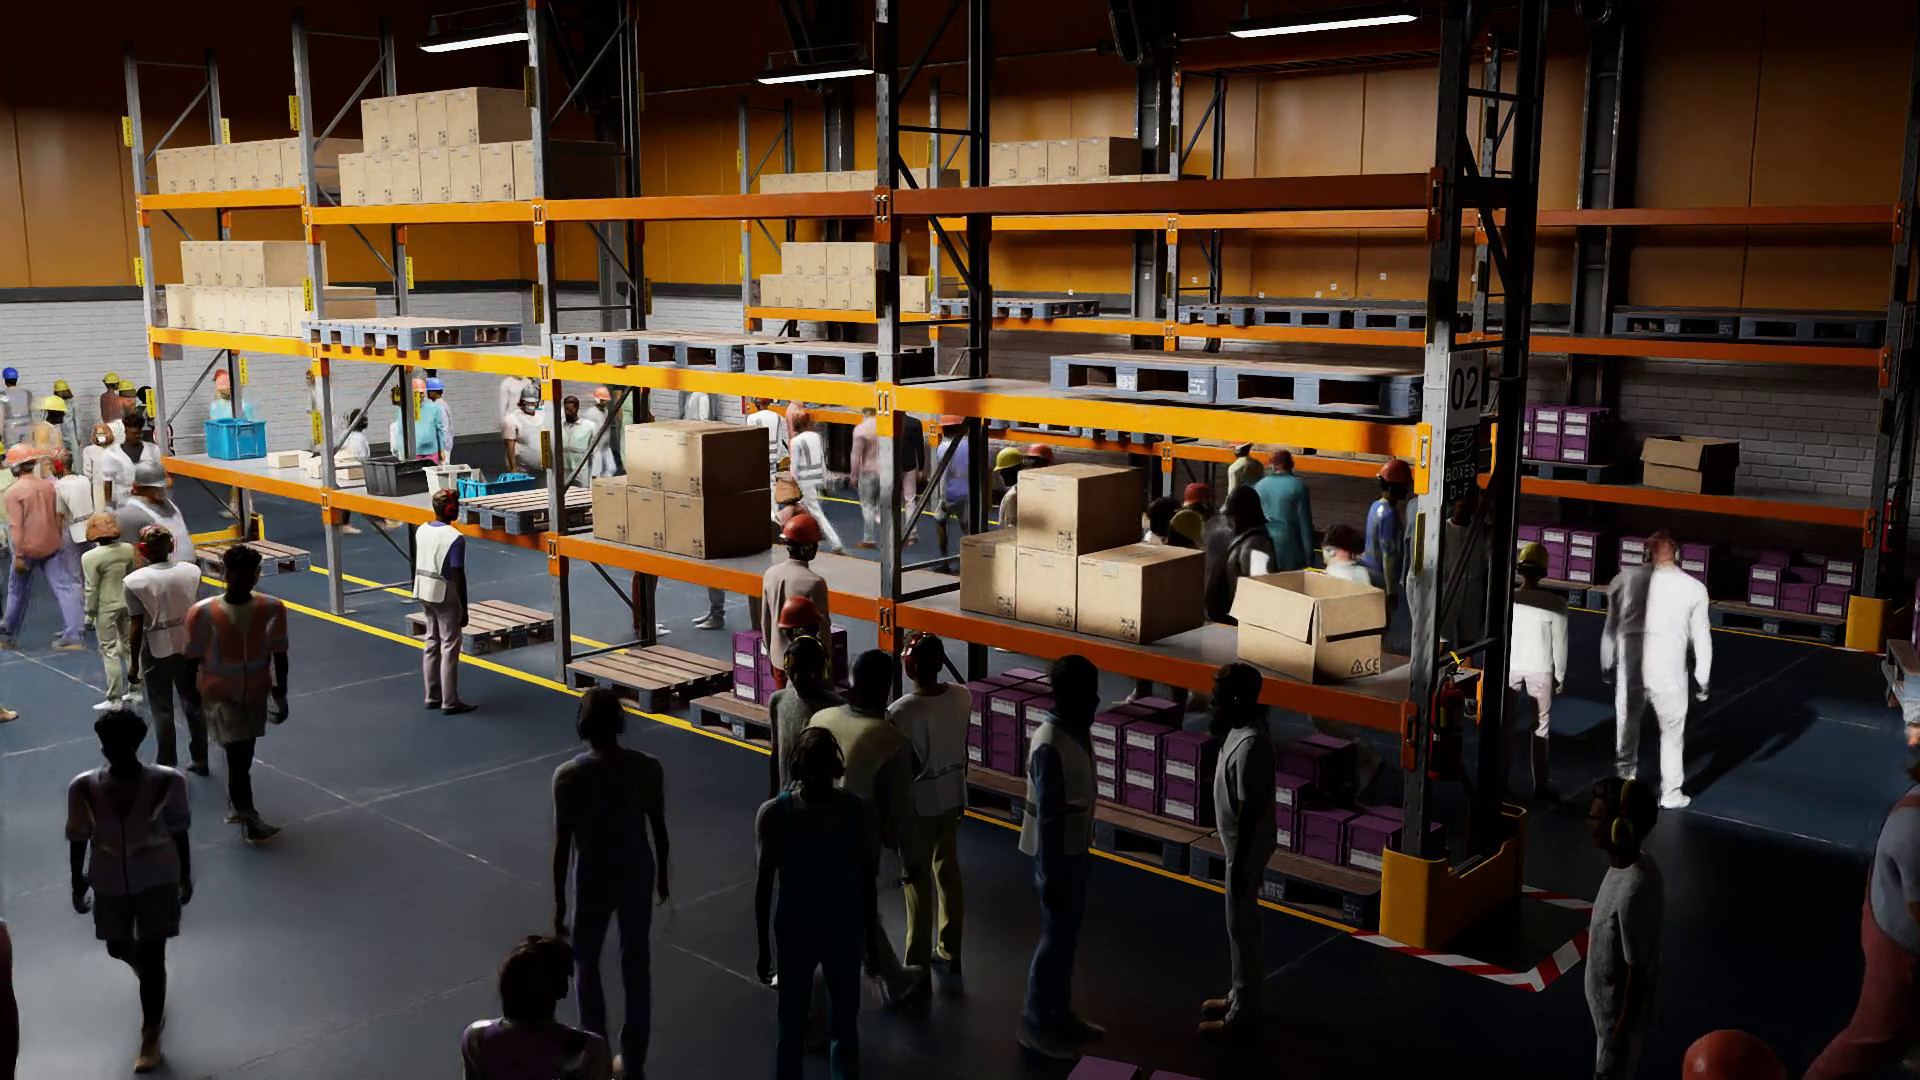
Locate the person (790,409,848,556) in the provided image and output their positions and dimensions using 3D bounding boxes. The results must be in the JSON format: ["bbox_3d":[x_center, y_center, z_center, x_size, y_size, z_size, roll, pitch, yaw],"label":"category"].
[{"bbox_3d":[-1.764,-0.658,20.025,0.998,1.840,0.586,5,11,26],"label":"person"}]

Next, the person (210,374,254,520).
[{"bbox_3d":[-10.137,-1.278,22.998,0.638,2.004,0.962,3,10,15],"label":"person"}]

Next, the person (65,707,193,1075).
[{"bbox_3d":[-3.884,1.573,7.842,0.539,1.669,0.768,-2,10,-13],"label":"person"}]

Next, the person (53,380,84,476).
[{"bbox_3d":[-13.745,-1.594,25.573,0.485,1.737,0.324,1,10,8],"label":"person"}]

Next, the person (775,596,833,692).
[{"bbox_3d":[-0.909,1.186,9.811,0.339,1.746,0.562,-1,10,-5],"label":"person"}]

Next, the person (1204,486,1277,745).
[{"bbox_3d":[2.094,0.555,12.556,0.582,2.000,0.762,2,10,14],"label":"person"}]

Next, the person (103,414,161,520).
[{"bbox_3d":[-9.082,-0.420,18.362,0.639,1.927,0.866,-7,12,-36],"label":"person"}]

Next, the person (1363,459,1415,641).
[{"bbox_3d":[3.554,0.337,13.829,0.425,2.035,0.606,2,10,9],"label":"person"}]

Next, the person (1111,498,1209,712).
[{"bbox_3d":[1.637,0.545,13.339,0.948,1.778,0.641,-4,11,-20],"label":"person"}]

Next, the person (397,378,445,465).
[{"bbox_3d":[-7.382,-1.230,22.821,0.619,1.989,0.395,-5,11,-26],"label":"person"}]

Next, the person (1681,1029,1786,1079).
[{"bbox_3d":[1.785,2.116,3.896,0.638,1.979,0.486,2,10,11],"label":"person"}]

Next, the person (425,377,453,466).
[{"bbox_3d":[-7.317,-1.311,23.364,0.388,1.947,0.614,-5,11,-24],"label":"person"}]

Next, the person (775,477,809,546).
[{"bbox_3d":[-1.578,0.225,15.573,0.268,1.631,0.507,5,11,26],"label":"person"}]

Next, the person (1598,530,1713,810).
[{"bbox_3d":[4.709,0.868,11.270,0.735,1.872,0.465,6,12,31],"label":"person"}]

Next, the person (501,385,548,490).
[{"bbox_3d":[-5.433,-0.964,21.142,0.537,2.000,0.675,7,12,35],"label":"person"}]

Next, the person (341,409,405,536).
[{"bbox_3d":[-7.738,-0.884,21.742,0.836,1.652,0.557,-4,11,-21],"label":"person"}]

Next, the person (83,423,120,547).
[{"bbox_3d":[-10.419,-0.618,20.337,0.507,1.631,0.266,-4,11,-23],"label":"person"}]

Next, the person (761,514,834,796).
[{"bbox_3d":[-1.067,0.812,11.229,0.622,1.992,0.393,9,14,42],"label":"person"}]

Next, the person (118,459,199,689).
[{"bbox_3d":[-6.876,0.271,14.159,0.736,2.000,0.696,1,10,4],"label":"person"}]

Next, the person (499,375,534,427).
[{"bbox_3d":[-7.159,-1.972,27.180,0.676,1.915,0.632,6,12,32],"label":"person"}]

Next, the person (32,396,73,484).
[{"bbox_3d":[-11.404,-0.864,20.990,0.758,1.890,0.664,-2,10,-13],"label":"person"}]

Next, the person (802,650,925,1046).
[{"bbox_3d":[-0.452,1.448,8.013,0.605,1.854,0.955,9,14,42],"label":"person"}]

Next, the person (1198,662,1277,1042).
[{"bbox_3d":[1.335,1.475,7.933,0.349,1.839,0.503,2,10,10],"label":"person"}]

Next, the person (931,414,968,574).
[{"bbox_3d":[-0.093,-0.543,19.136,0.575,1.909,0.702,-8,13,-39],"label":"person"}]

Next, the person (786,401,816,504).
[{"bbox_3d":[-2.178,-1.208,22.902,0.410,1.909,0.643,0,10,1],"label":"person"}]

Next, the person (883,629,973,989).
[{"bbox_3d":[-0.163,1.371,8.491,0.389,1.846,0.566,9,13,41],"label":"person"}]

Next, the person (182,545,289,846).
[{"bbox_3d":[-4.625,0.961,10.646,0.610,1.918,0.942,-9,13,-40],"label":"person"}]

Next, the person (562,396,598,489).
[{"bbox_3d":[-4.841,-0.866,20.937,0.596,1.915,0.374,2,10,11],"label":"person"}]

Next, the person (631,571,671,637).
[{"bbox_3d":[-3.046,0.000,16.084,0.392,1.908,0.596,-6,12,-30],"label":"person"}]

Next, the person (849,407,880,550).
[{"bbox_3d":[-1.076,-0.820,20.674,0.418,1.922,0.658,10,14,43],"label":"person"}]

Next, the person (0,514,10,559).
[{"bbox_3d":[-9.725,0.085,16.456,0.524,1.594,0.850,0,10,0],"label":"person"}]

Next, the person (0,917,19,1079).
[{"bbox_3d":[-3.609,1.851,5.814,0.596,1.831,0.403,0,10,1],"label":"person"}]
